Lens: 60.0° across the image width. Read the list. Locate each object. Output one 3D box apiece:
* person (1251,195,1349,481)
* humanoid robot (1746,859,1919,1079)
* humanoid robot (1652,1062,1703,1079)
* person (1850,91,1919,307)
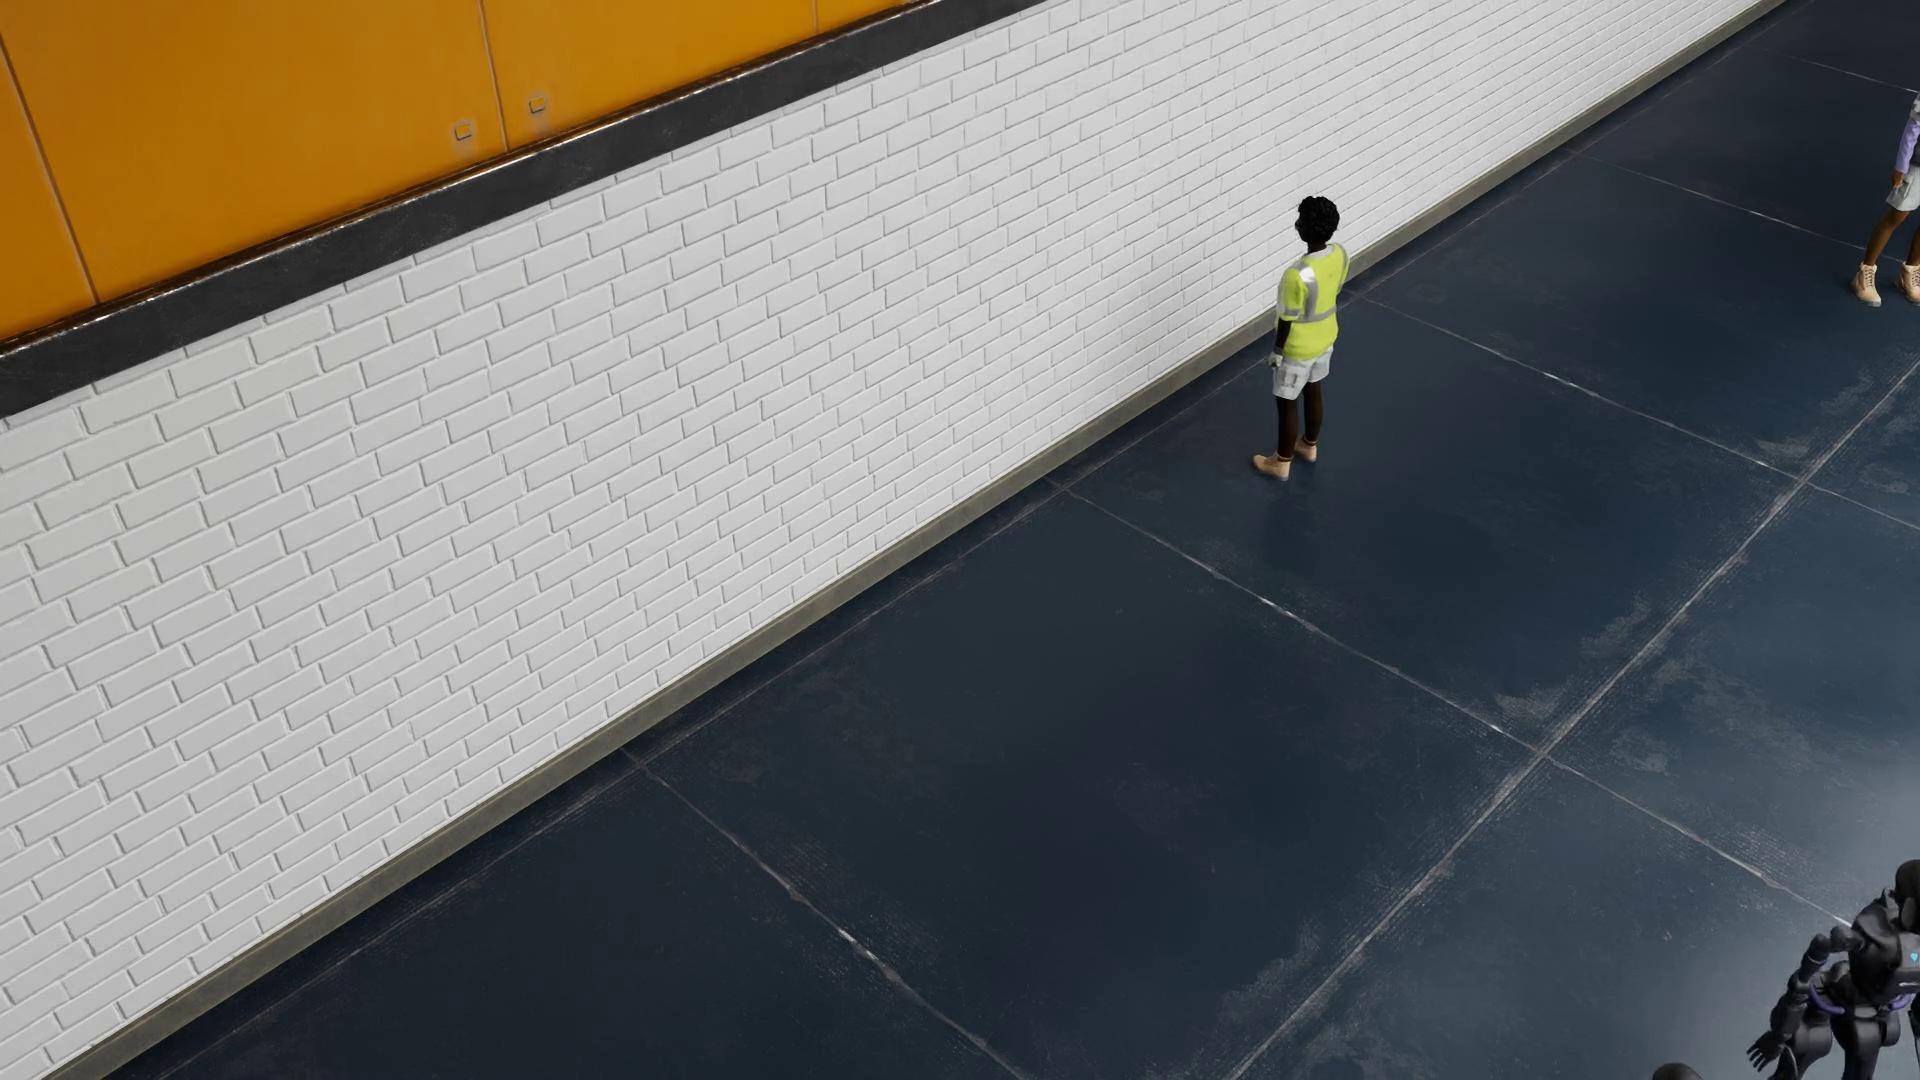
[{"bbox_3d":[1.892,-1.103,9.161,0.322,1.688,0.528,29,47,31],"label":"person"},{"bbox_3d":[3.065,1.633,5.749,0.599,1.641,0.391,-3,39,-4],"label":"humanoid robot"},{"bbox_3d":[2.076,2.176,5.083,0.584,1.643,0.645,-10,40,-12],"label":"humanoid robot"},{"bbox_3d":[6.226,-2.398,10.513,0.601,2.035,0.413,0,39,0],"label":"person"}]
